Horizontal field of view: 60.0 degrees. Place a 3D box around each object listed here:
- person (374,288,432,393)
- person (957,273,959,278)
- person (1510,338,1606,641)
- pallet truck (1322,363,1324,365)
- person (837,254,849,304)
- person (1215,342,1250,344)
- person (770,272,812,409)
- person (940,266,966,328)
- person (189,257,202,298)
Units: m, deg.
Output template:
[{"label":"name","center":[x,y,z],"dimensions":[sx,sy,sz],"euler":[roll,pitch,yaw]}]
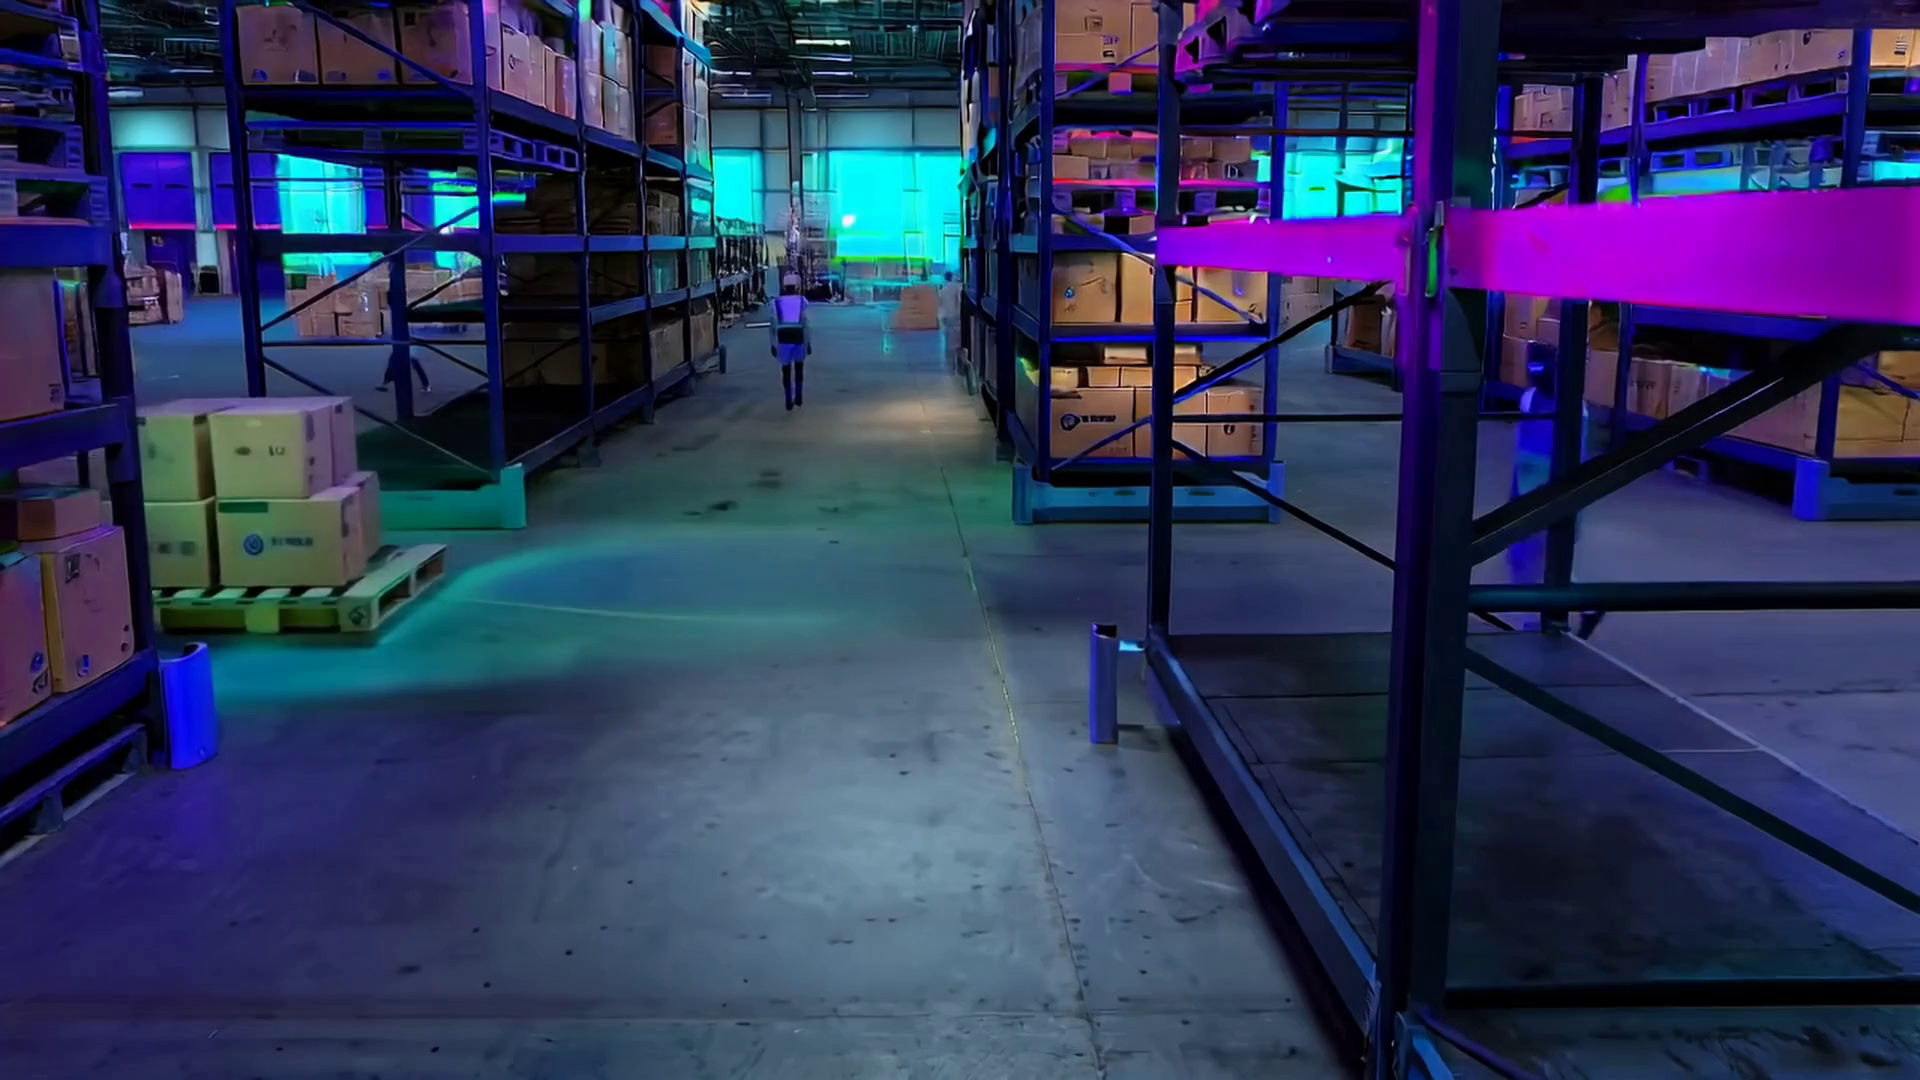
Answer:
[{"label":"person","center":[-8.667,-3.093,25.794],"dimensions":[0.866,1.631,0.576],"euler":[-5,11,-27]},{"label":"person","center":[-0.102,-4.688,34.528],"dimensions":[0.318,1.700,0.534],"euler":[-1,10,-3]},{"label":"person","center":[3.327,-0.220,9.288],"dimensions":[0.673,1.822,0.585],"euler":[-1,10,-6]},{"label":"pallet truck","center":[7.712,-4.157,30.737],"dimensions":[1.885,1.965,0.823],"euler":[3,11,16]},{"label":"person","center":[-4.400,-9.792,62.469],"dimensions":[0.423,1.873,0.599],"euler":[-7,12,-33]},{"label":"person","center":[6.278,-5.384,37.922],"dimensions":[0.979,1.874,0.599],"euler":[4,11,21]},{"label":"person","center":[-2.398,-2.819,23.521],"dimensions":[0.575,1.907,0.751],"euler":[-1,10,-8]},{"label":"person","center":[-0.092,-4.277,31.738],"dimensions":[0.710,1.884,0.438],"euler":[8,13,39]},{"label":"person","center":[-32.125,-11.022,69.846],"dimensions":[0.530,1.689,0.322],"euler":[1,10,7]}]
